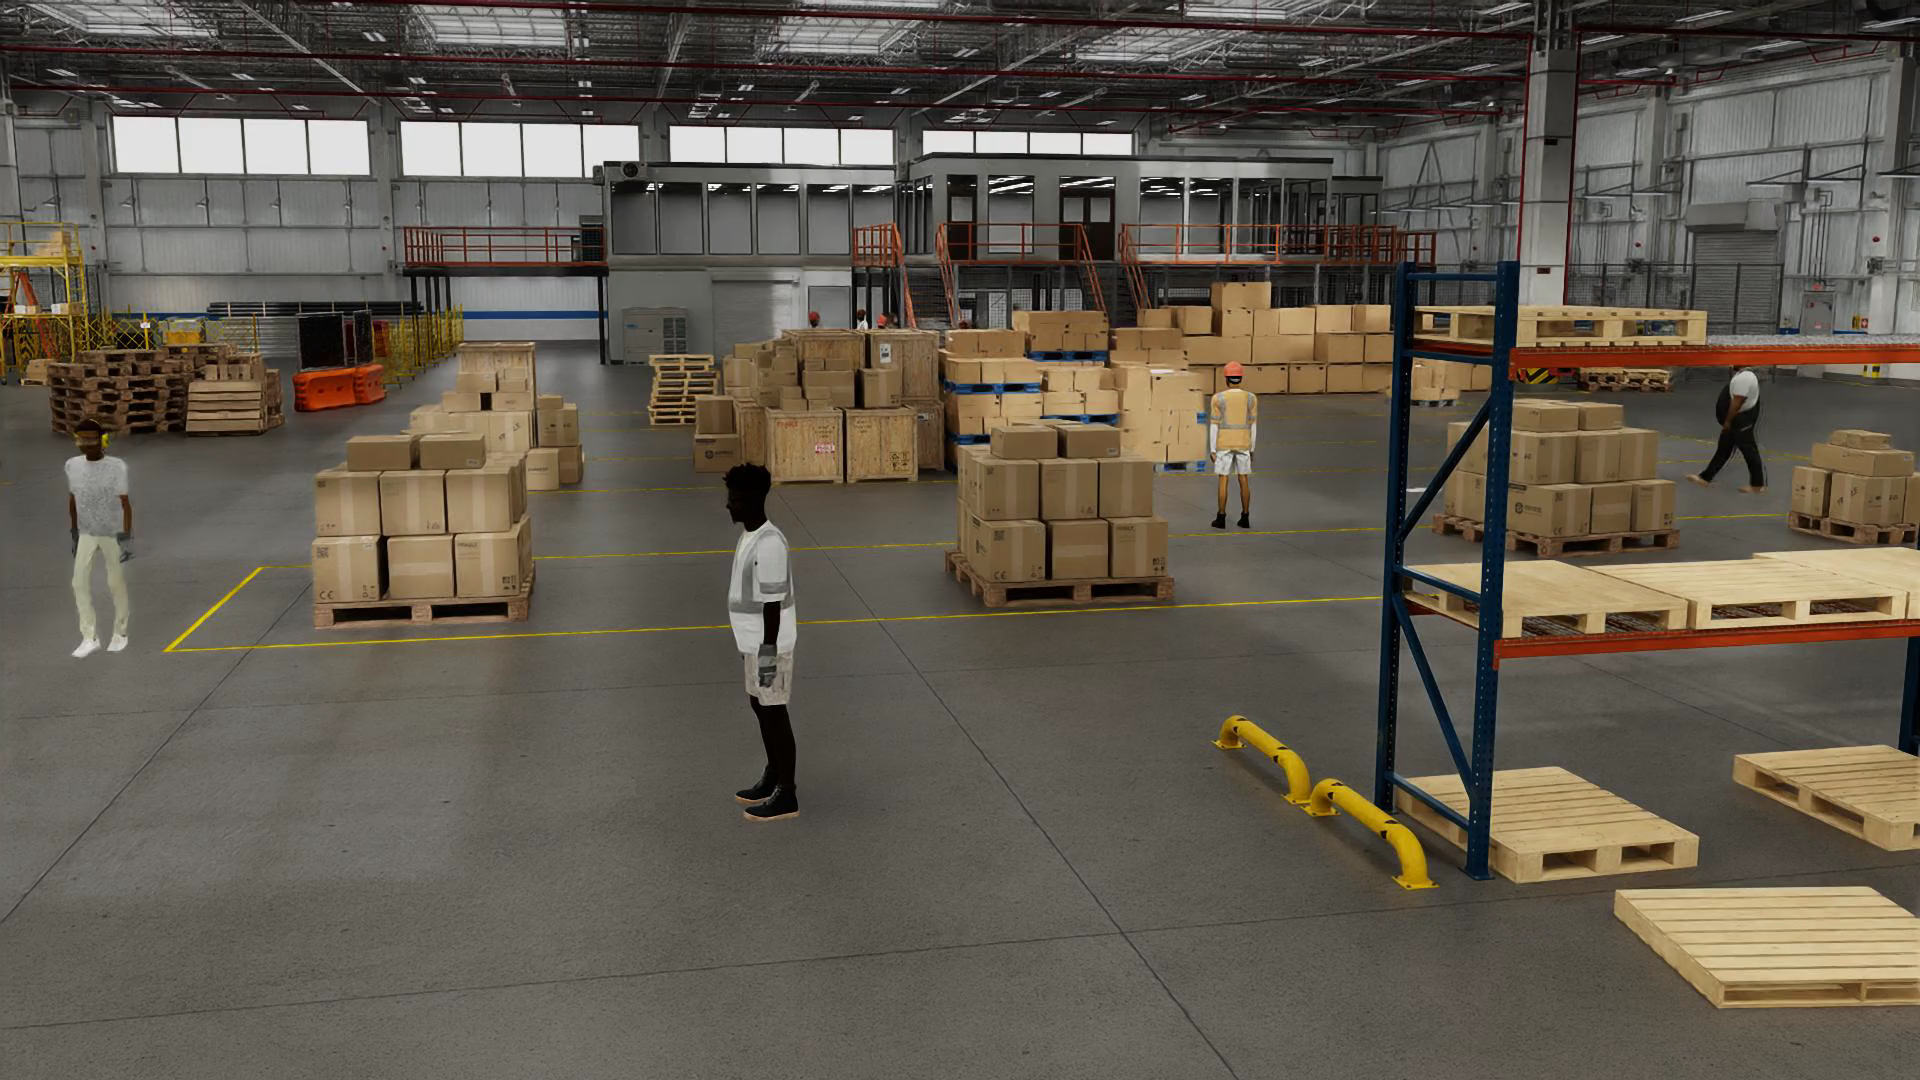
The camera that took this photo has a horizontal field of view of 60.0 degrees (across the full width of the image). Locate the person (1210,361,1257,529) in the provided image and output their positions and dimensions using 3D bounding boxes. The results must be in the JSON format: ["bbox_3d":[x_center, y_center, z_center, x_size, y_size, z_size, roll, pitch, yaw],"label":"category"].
[{"bbox_3d":[3.141,-1.092,19.193,0.542,1.928,0.399,-1,9,-5],"label":"person"}]

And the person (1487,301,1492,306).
[{"bbox_3d":[18.492,-7.434,58.183,0.636,1.816,0.727,-5,10,-26],"label":"person"}]

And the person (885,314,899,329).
[{"bbox_3d":[-1.777,-4.894,42.674,0.545,1.831,0.508,7,12,37],"label":"person"}]

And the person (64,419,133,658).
[{"bbox_3d":[-6.650,-0.010,12.820,0.546,1.843,0.701,-1,9,-3],"label":"person"}]

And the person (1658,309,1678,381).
[{"bbox_3d":[18.344,-5.056,43.368,0.867,1.911,0.605,-2,10,-12],"label":"person"}]

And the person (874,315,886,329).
[{"bbox_3d":[-1.891,-4.287,38.747,0.609,1.896,0.421,7,12,38],"label":"person"}]

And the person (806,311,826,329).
[{"bbox_3d":[-3.343,-4.283,38.421,0.622,1.992,0.396,6,11,30],"label":"person"}]

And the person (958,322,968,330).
[{"bbox_3d":[0.060,-3.816,36.079,0.980,1.832,0.598,8,12,39],"label":"person"}]

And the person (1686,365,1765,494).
[{"bbox_3d":[10.330,-1.650,22.233,1.003,2.000,0.703,4,10,26],"label":"person"}]

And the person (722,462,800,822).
[{"bbox_3d":[-1.089,0.547,9.114,0.383,1.957,0.606,-3,10,-18],"label":"person"}]

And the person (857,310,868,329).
[{"bbox_3d":[-2.605,-5.192,44.306,0.353,1.883,0.573,-3,10,-17],"label":"person"}]
